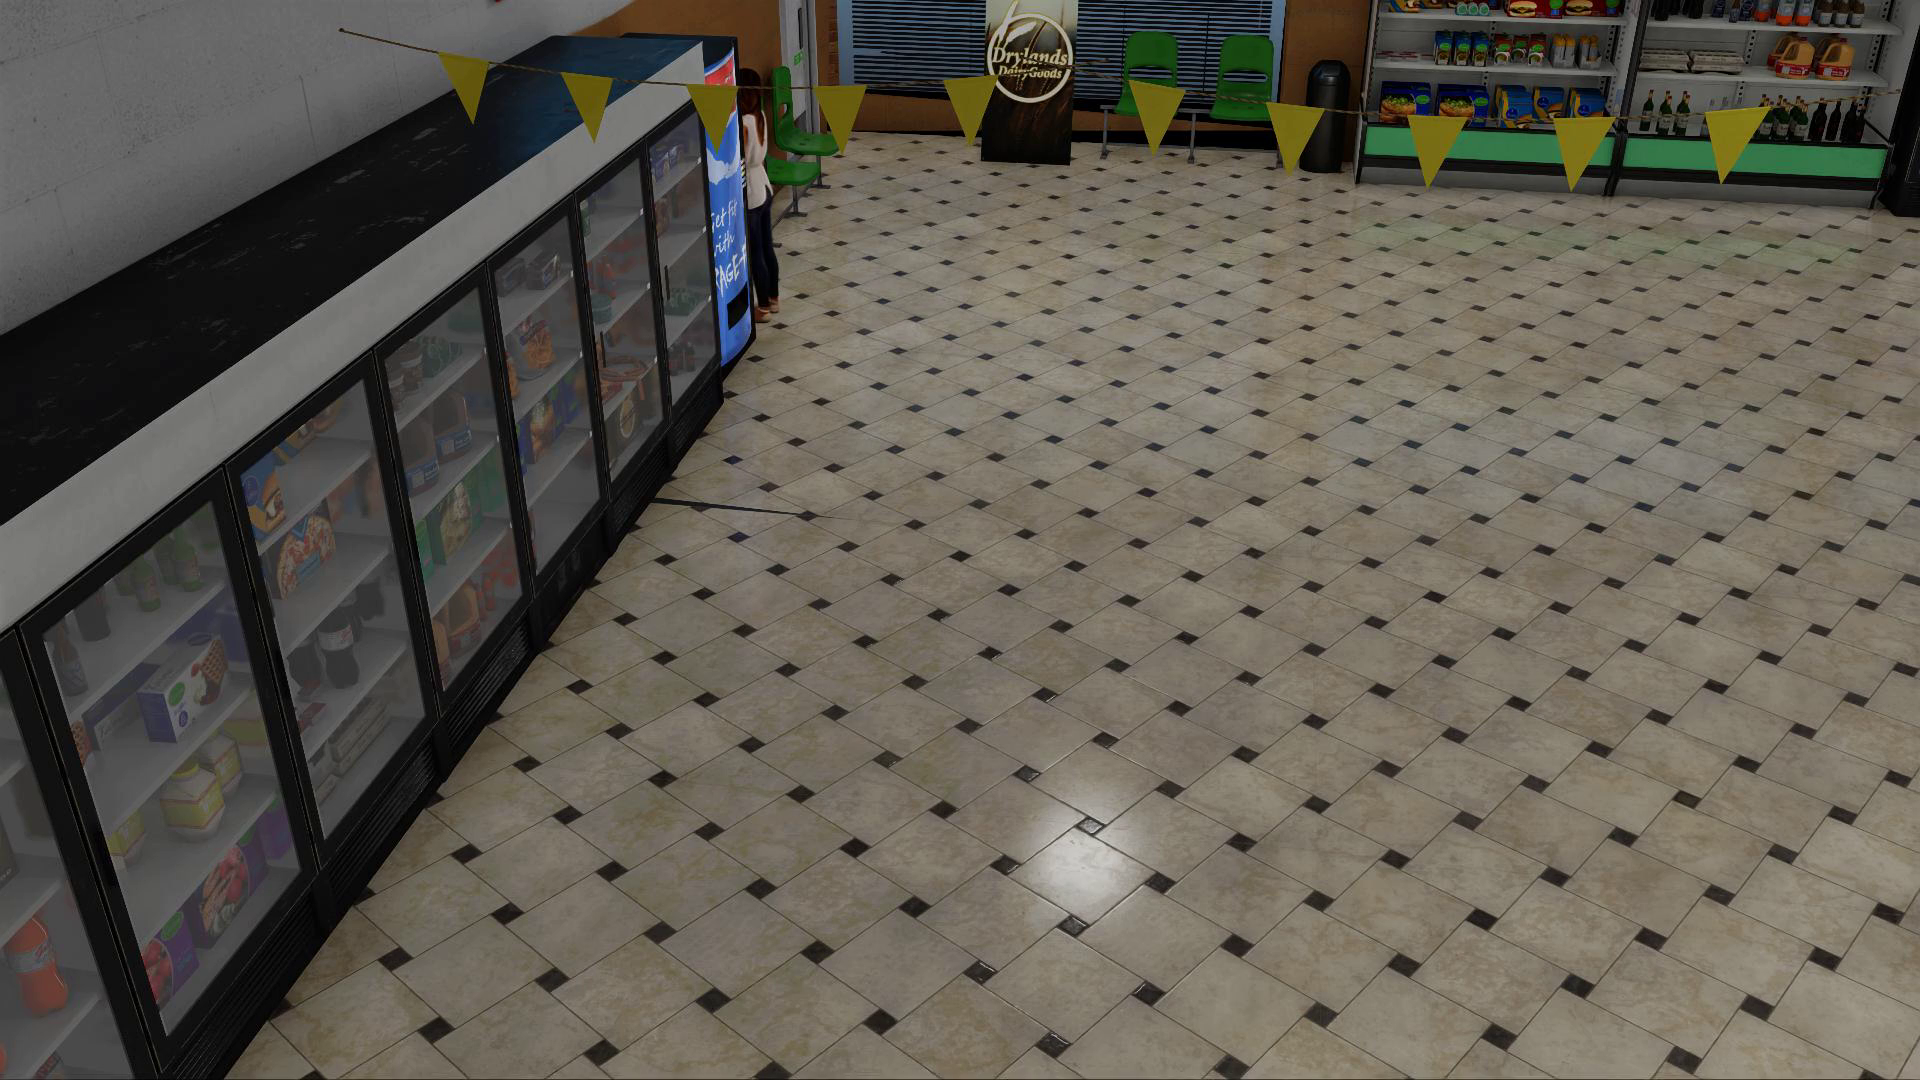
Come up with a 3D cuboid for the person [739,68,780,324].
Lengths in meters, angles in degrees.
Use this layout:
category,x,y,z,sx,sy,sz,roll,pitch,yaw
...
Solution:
category,x,y,z,sx,sy,sz,roll,pitch,yaw
person,-1.447,-2.423,11.745,0.530,1.784,0.595,7,29,12
